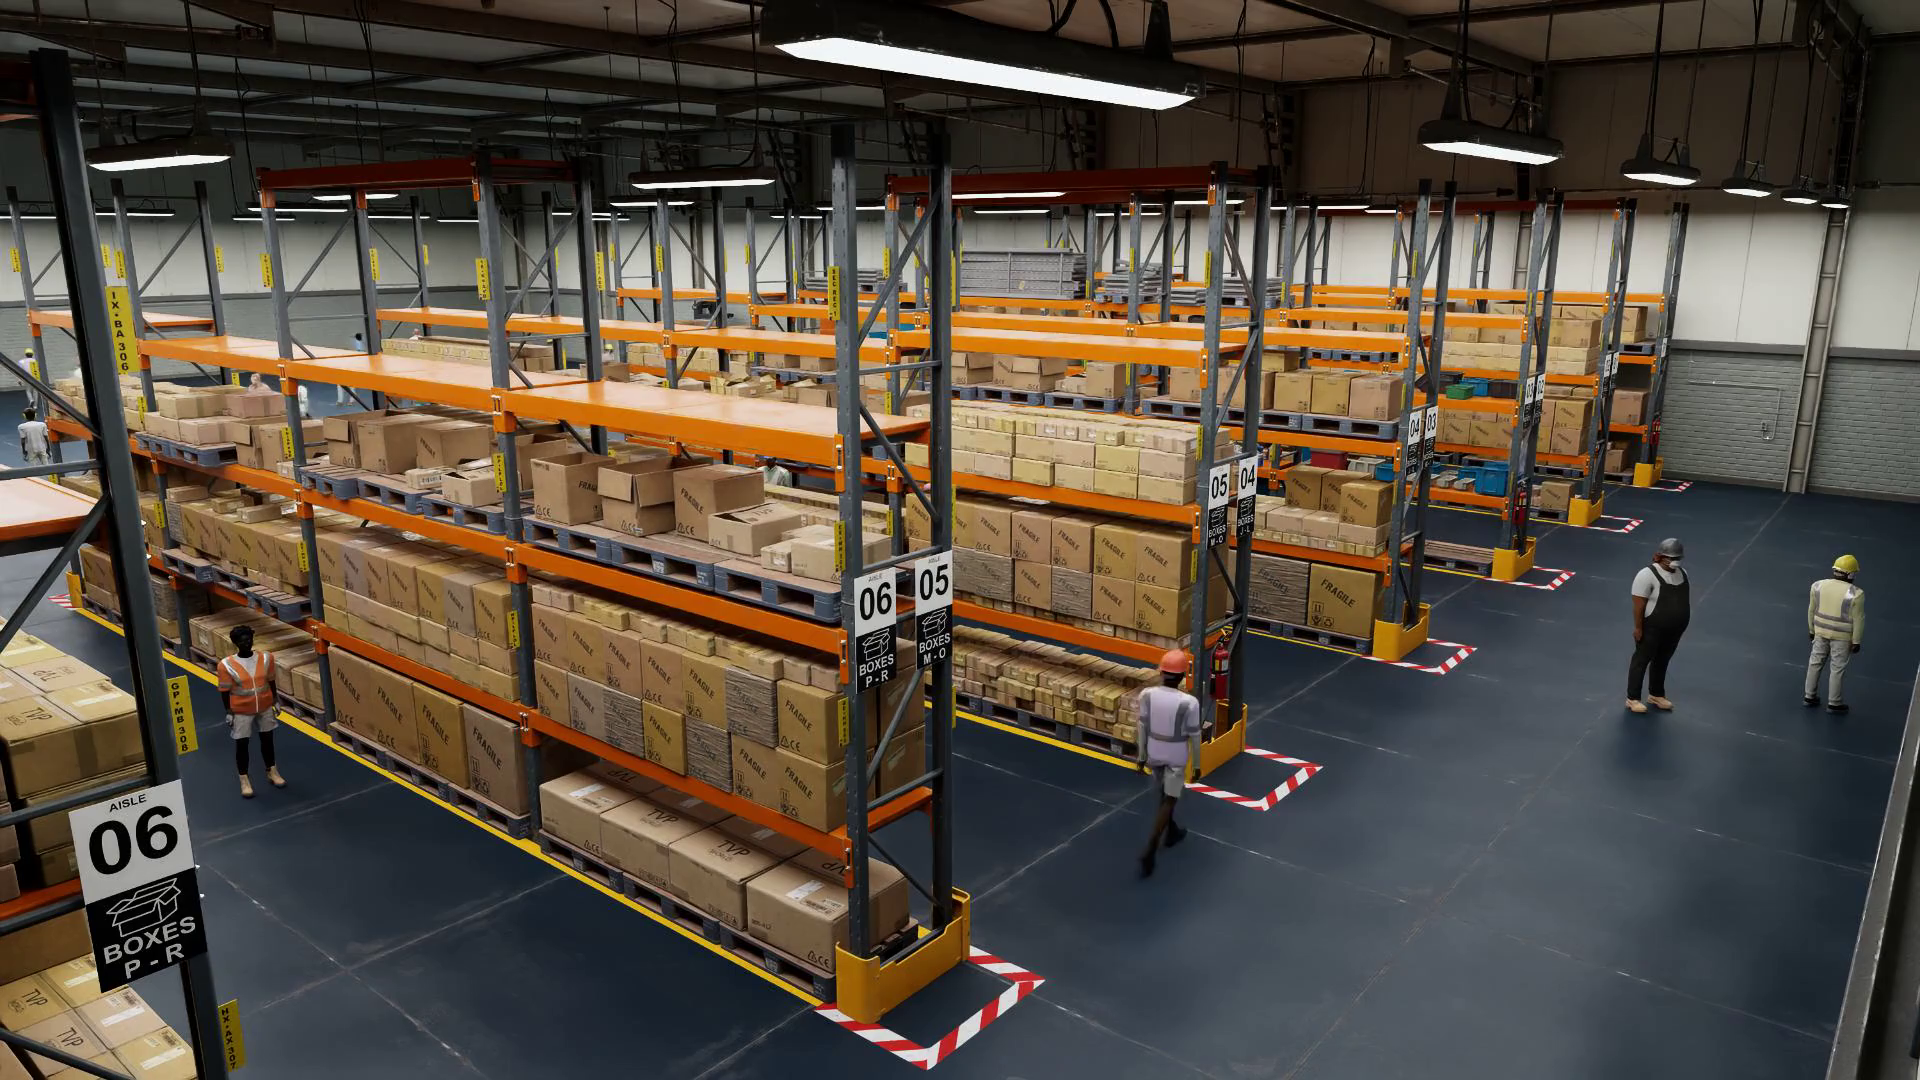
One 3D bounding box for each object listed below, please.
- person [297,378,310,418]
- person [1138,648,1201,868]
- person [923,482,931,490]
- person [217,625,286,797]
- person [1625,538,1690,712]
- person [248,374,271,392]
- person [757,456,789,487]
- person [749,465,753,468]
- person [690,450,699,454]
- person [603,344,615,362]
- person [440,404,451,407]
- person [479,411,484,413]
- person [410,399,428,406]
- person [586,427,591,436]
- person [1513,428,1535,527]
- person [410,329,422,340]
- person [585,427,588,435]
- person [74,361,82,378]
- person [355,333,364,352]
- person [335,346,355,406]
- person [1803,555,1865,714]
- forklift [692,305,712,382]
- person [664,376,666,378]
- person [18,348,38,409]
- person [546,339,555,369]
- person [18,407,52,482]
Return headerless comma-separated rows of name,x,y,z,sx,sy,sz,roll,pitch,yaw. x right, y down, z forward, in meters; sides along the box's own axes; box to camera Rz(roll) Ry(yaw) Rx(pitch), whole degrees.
person,-16.975,-3.369,32.542,0.561,1.895,0.740,5,15,20
person,1.794,1.879,10.949,0.557,1.904,0.940,10,17,34
person,-0.388,-0.308,19.652,0.459,2.030,0.647,12,18,41
person,-6.929,1.646,12.322,0.318,1.697,0.533,11,18,39
person,8.037,0.988,14.402,0.688,2.000,0.536,-4,14,-17
person,-18.146,-3.338,32.471,0.679,1.856,0.945,4,14,15
person,-3.125,-0.588,20.985,0.605,1.951,0.384,2,14,9
person,-4.805,-2.558,29.610,0.540,1.700,0.316,-6,15,-24
person,-4.708,-0.803,22.560,0.500,1.615,0.520,13,19,43
person,-11.989,-5.811,42.924,0.847,1.738,0.531,10,17,34
person,-15.689,-4.650,38.346,0.307,1.637,0.525,6,15,23
person,-14.848,-4.784,38.730,0.716,1.717,0.499,13,19,43
person,-15.164,-4.012,35.348,0.576,1.820,0.766,-9,16,-32
person,-7.842,-2.122,27.180,0.545,2.013,0.611,7,15,26
person,10.515,-1.181,23.477,0.445,1.922,0.656,8,16,30
person,-20.356,-6.973,47.337,0.639,1.910,0.406,-10,17,-37
person,-9.473,-3.282,32.360,0.639,1.809,0.764,0,14,2
person,-25.026,-4.269,36.159,1.032,1.938,0.617,4,14,18
person,-23.126,-7.106,48.362,0.536,1.685,0.540,-7,15,-26
person,-19.631,-5.201,40.062,0.634,1.909,0.867,1,14,3
person,10.037,1.063,14.436,0.404,1.833,0.590,-7,15,-25
forklift,-9.511,-7.392,47.124,1.873,2.768,1.129,11,17,38
person,-9.129,-4.771,38.402,0.672,1.856,1.013,-2,14,-8
person,-29.040,-5.028,39.377,0.651,1.884,0.617,-10,17,-37
person,-14.866,-6.478,45.672,0.836,1.734,0.533,8,16,31
person,-19.276,-1.837,26.289,0.328,1.872,0.509,13,19,43
